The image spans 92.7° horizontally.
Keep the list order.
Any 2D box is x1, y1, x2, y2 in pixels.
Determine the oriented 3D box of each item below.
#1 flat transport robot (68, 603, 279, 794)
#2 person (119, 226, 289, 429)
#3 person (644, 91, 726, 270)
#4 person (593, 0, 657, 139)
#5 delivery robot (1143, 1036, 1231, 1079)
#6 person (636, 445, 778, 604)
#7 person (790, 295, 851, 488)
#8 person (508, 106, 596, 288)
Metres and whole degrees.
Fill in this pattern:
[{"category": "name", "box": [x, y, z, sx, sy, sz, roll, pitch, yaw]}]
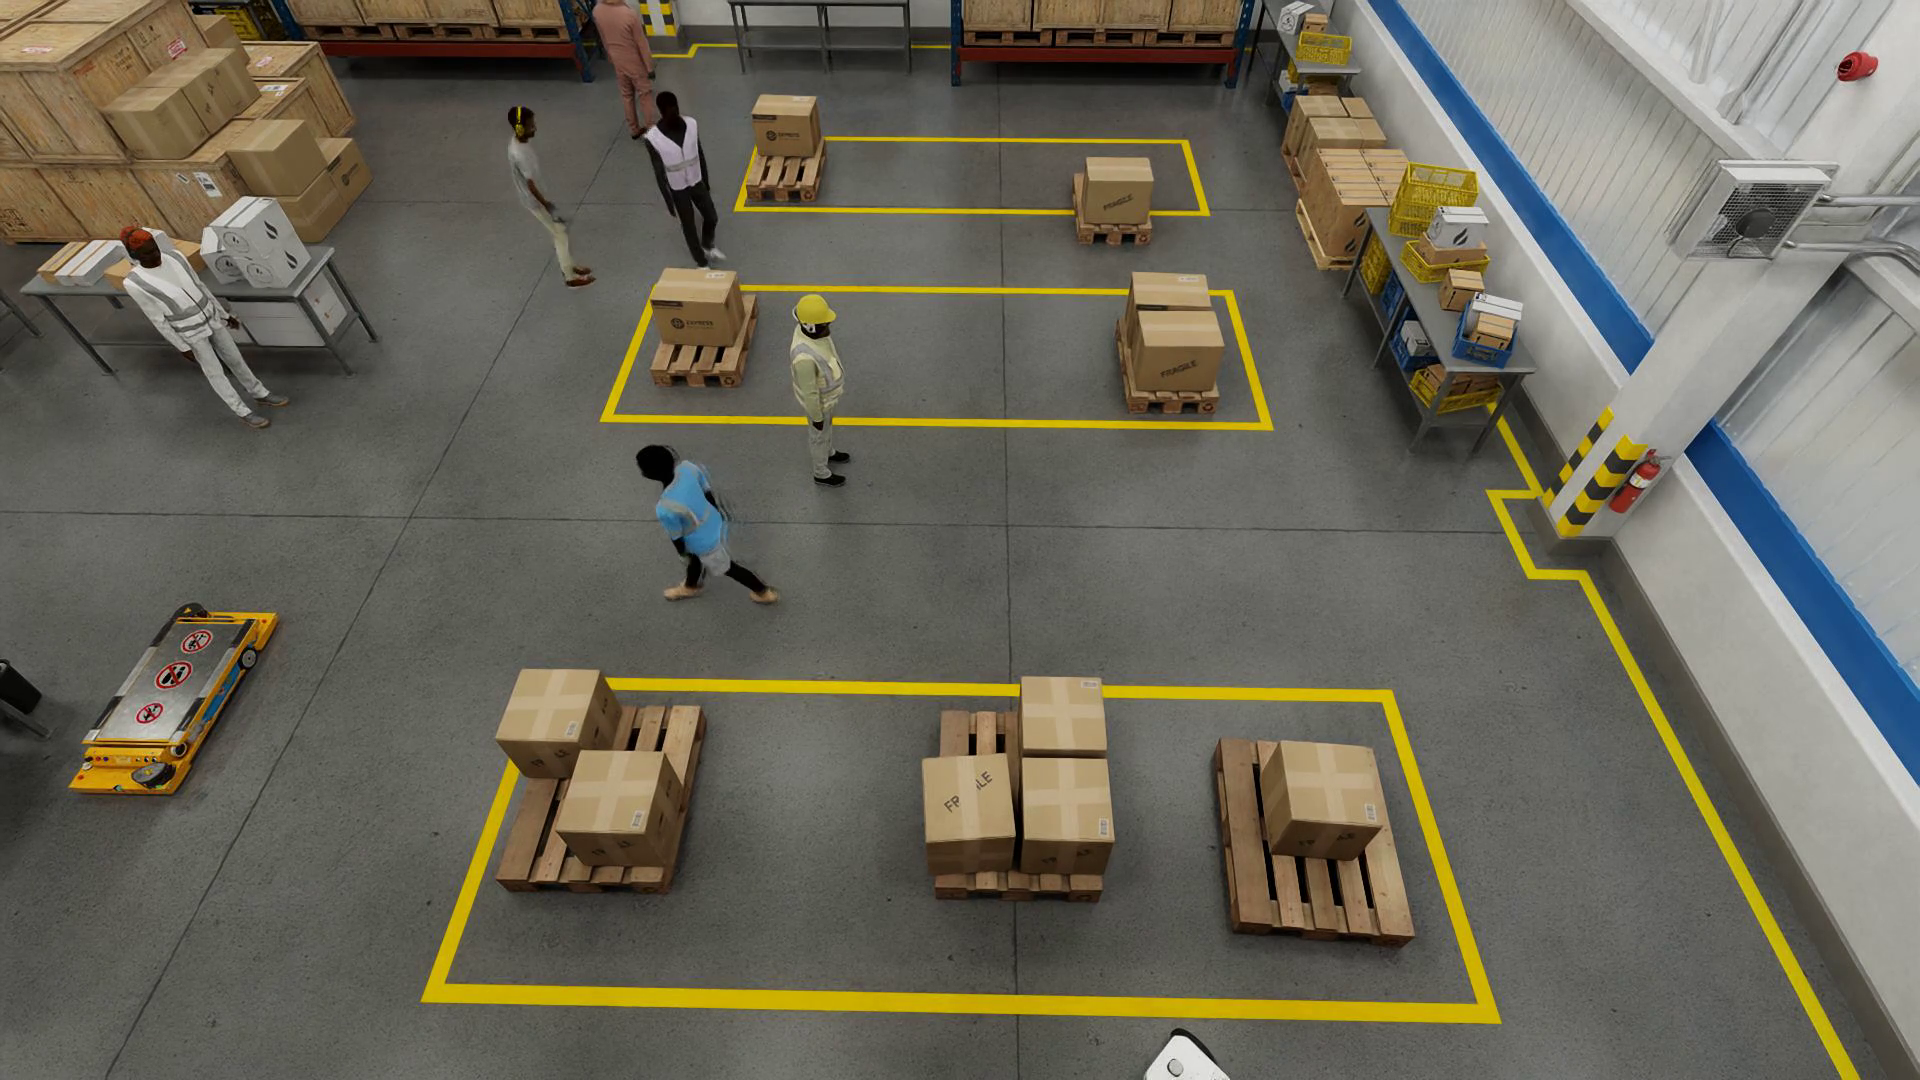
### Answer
[{"category": "flat transport robot", "box": [-5.504, 1.072, 6.442, 0.652, 0.197, 1.431, 1, 50, 1]}, {"category": "person", "box": [-6.477, -1.803, 7.826, 0.356, 1.883, 0.572, 8, 50, 6]}, {"category": "person", "box": [-2.779, -3.583, 9.316, 0.601, 1.913, 0.474, -36, 58, -26]}, {"category": "person", "box": [-4.035, -5.882, 11.270, 0.657, 1.900, 0.394, 16, 52, 13]}, {"category": "delivery robot", "box": [1.284, 2.906, 4.646, 0.477, 0.478, 0.707, -37, 59, -27]}, {"category": "person", "box": [-1.814, -0.058, 6.513, 0.893, 1.636, 0.529, 0, 50, 0]}, {"category": "person", "box": [-1.111, -1.178, 7.338, 0.404, 1.824, 0.595, 1, 50, 1]}, {"category": "person", "box": [-4.164, -3.412, 9.219, 0.451, 1.838, 0.579, -11, 51, -9]}]
